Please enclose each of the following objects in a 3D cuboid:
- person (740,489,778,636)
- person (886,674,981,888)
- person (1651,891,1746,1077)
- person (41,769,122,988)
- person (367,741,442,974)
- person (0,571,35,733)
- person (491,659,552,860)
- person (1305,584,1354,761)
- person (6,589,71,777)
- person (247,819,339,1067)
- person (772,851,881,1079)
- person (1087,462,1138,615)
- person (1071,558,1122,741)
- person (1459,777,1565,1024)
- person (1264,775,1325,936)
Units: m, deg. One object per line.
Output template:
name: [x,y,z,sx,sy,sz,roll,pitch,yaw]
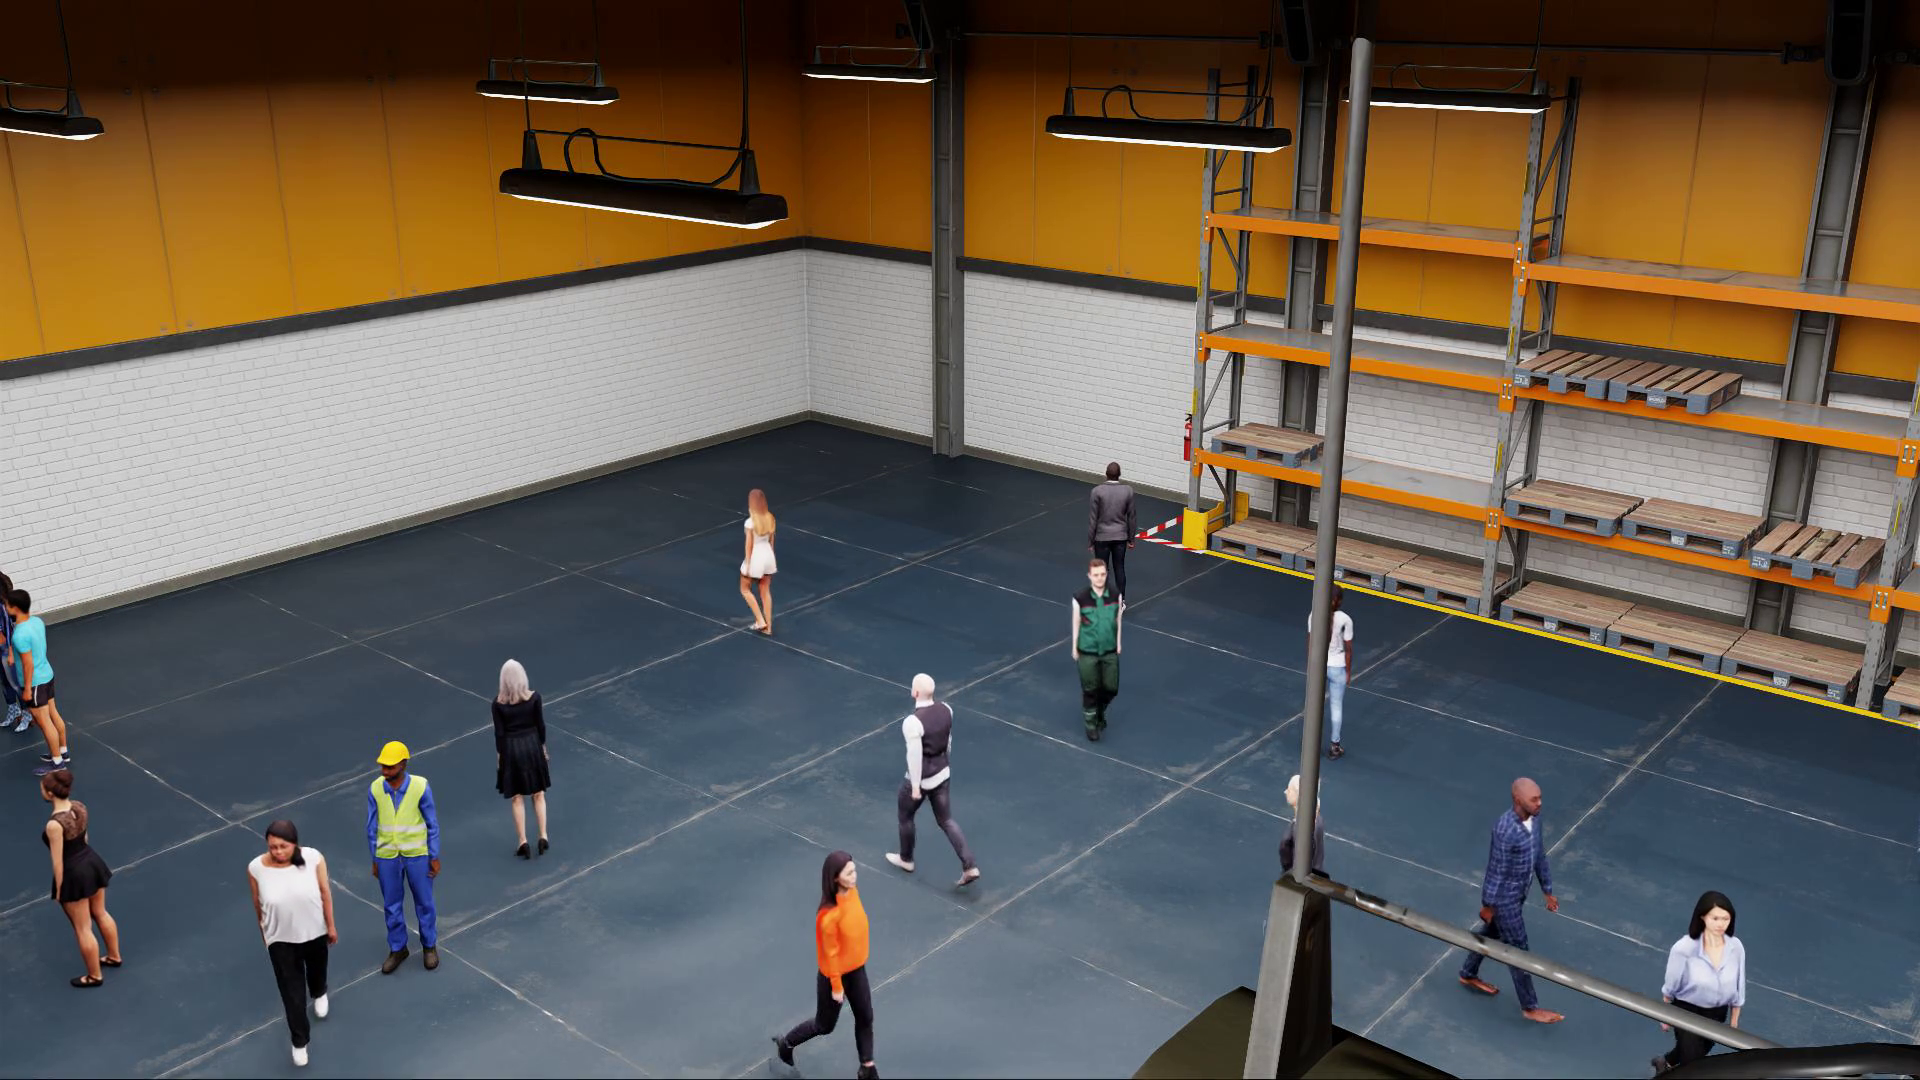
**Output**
person: [-2.177,0.278,18.456,0.607,1.680,0.601,18,25,42]
person: [-0.191,1.962,13.290,1.194,1.786,0.702,17,25,41]
person: [4.604,2.961,10.439,1.129,1.711,1.161,-1,19,-2]
person: [-6.397,2.432,12.072,0.740,1.672,0.698,1,19,4]
person: [-4.085,2.301,12.240,0.750,1.812,0.811,-1,19,-4]
person: [-9.298,1.079,16.174,0.541,1.617,0.712,10,21,28]
person: [-3.639,1.809,13.805,0.688,1.747,0.698,-9,20,-24]
person: [3.452,1.218,15.602,0.517,1.719,0.677,10,21,28]
person: [-8.485,1.291,15.299,0.747,1.774,0.651,-4,19,-12]
person: [-4.537,2.655,11.441,0.977,1.652,1.195,-8,20,-21]
person: [-0.862,2.824,10.835,1.157,1.718,0.823,8,20,23]
person: [1.737,-0.019,19.121,0.790,1.817,0.860,-1,19,-3]
person: [1.305,1.017,16.017,0.820,1.835,0.875,-4,19,-11]
person: [3.800,2.468,11.793,1.028,1.782,0.642,15,24,37]
person: [2.526,2.484,11.856,0.639,1.711,0.633,12,22,33]
